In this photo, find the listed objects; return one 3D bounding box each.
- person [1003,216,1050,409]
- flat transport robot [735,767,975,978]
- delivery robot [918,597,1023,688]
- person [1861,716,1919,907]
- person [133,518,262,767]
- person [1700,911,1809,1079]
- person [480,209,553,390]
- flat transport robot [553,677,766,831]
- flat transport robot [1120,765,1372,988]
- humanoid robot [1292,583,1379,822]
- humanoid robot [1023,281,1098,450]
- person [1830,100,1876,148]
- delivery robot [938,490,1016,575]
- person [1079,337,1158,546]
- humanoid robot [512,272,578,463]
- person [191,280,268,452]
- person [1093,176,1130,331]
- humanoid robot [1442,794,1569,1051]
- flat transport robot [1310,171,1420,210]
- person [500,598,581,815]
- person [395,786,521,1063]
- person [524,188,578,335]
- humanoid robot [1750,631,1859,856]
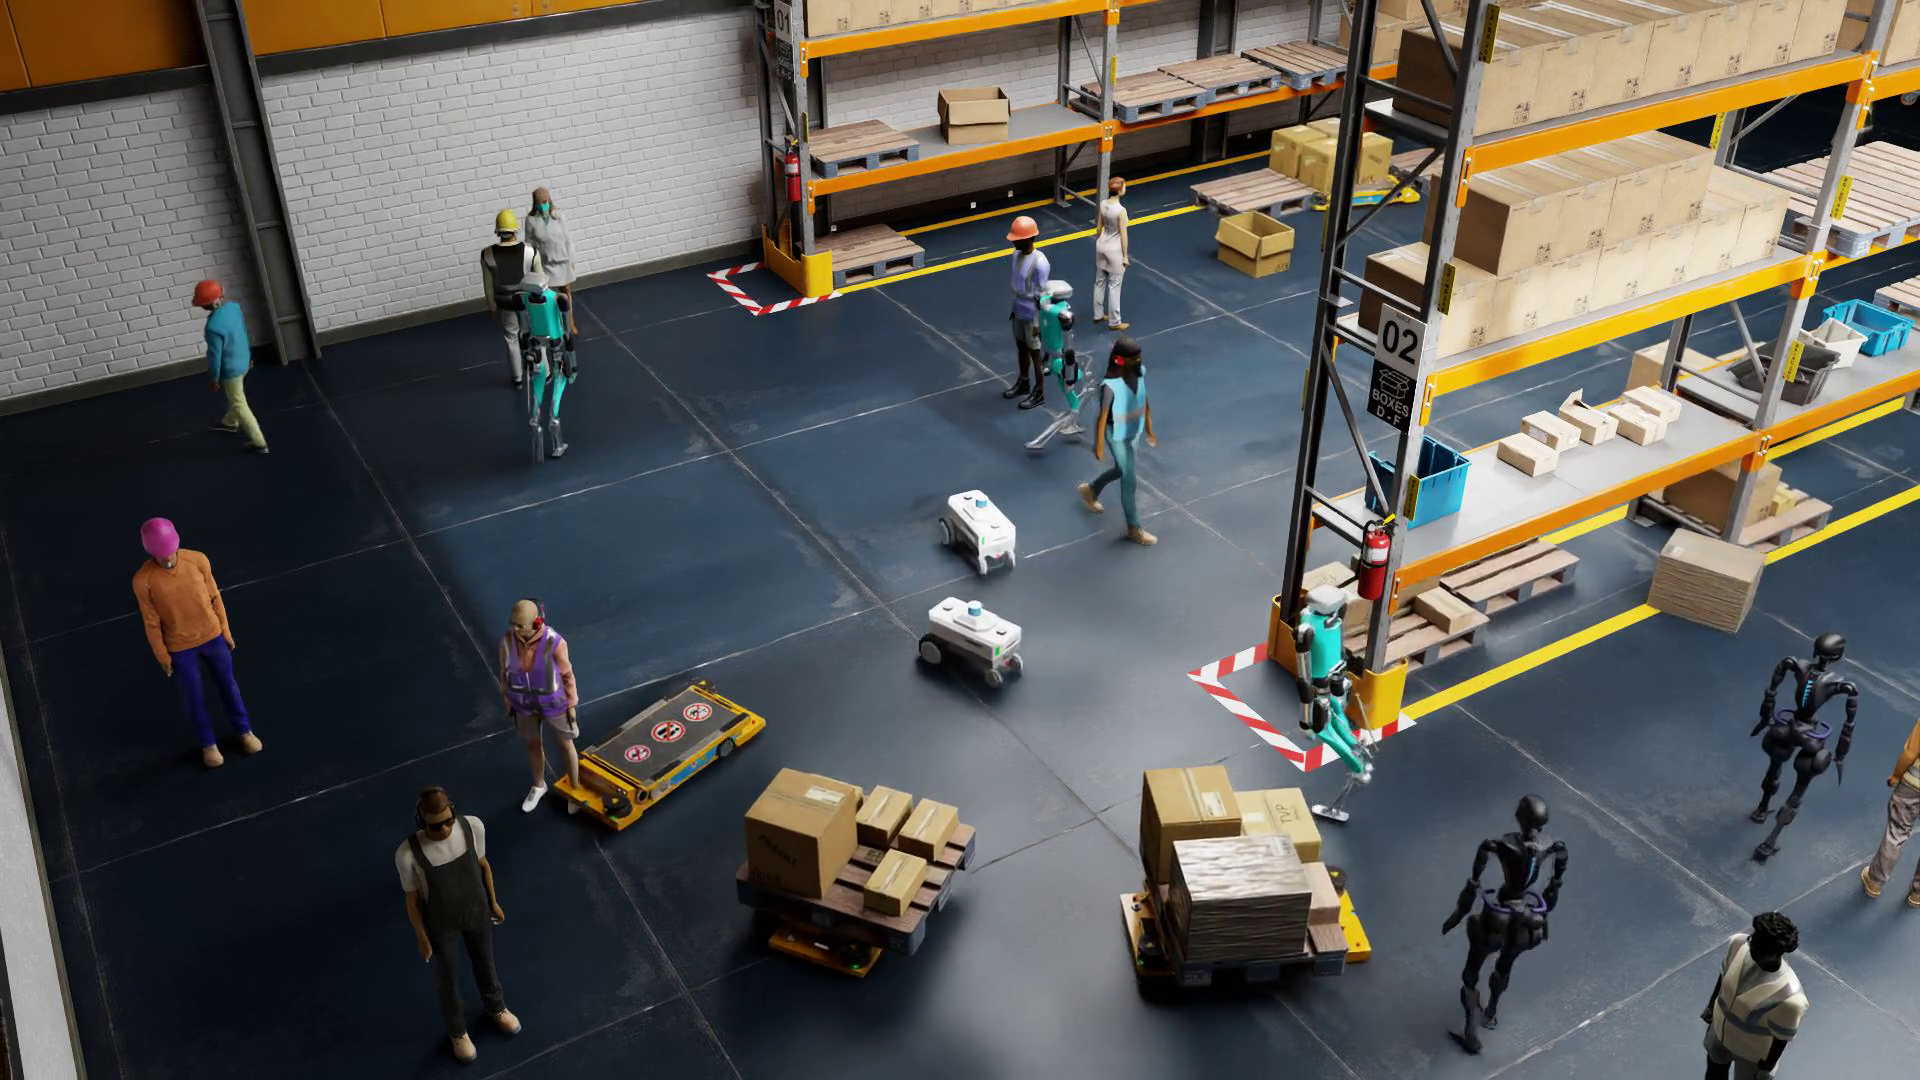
[{"bbox_3d":[0.629,-2.199,16.033,0.383,1.931,0.540,-17,36,-25],"label":"person"},{"bbox_3d":[-0.601,2.165,10.631,0.659,0.231,1.431,13,34,20],"label":"flat transport robot"},{"bbox_3d":[0.105,0.732,12.641,0.788,0.587,0.499,23,39,32],"label":"delivery robot"},{"bbox_3d":[6.006,1.505,10.262,0.484,1.776,0.313,13,35,20],"label":"person"},{"bbox_3d":[-5.261,0.684,11.395,0.517,1.973,0.400,-25,40,-34],"label":"person"},{"bbox_3d":[4.068,2.575,8.640,0.321,1.693,0.534,-9,33,-14],"label":"person"},{"bbox_3d":[-4.358,-2.364,16.383,0.594,1.831,0.403,-6,33,-10],"label":"person"},{"bbox_3d":[-2.101,1.480,11.724,0.659,0.231,1.431,22,38,31],"label":"flat transport robot"},{"bbox_3d":[1.760,2.364,10.314,1.431,0.231,0.659,-3,32,-5],"label":"flat transport robot"},{"bbox_3d":[2.512,1.161,10.871,0.768,1.787,0.530,24,39,33],"label":"humanoid robot"},{"bbox_3d":[1.010,-1.600,15.245,0.967,1.736,0.572,-17,36,-24],"label":"humanoid robot"},{"bbox_3d":[10.779,-4.744,20.173,0.562,1.837,0.390,-24,39,-33],"label":"person"},{"bbox_3d":[0.170,-0.105,14.000,0.499,0.614,0.812,-14,35,-21],"label":"delivery robot"},{"bbox_3d":[1.357,-0.891,14.039,0.873,1.836,0.512,26,40,35],"label":"person"},{"bbox_3d":[-3.786,-1.436,15.100,0.543,1.901,0.719,4,32,7],"label":"humanoid robot"},{"bbox_3d":[-6.838,-1.619,15.318,0.699,1.698,0.595,2,32,2],"label":"person"},{"bbox_3d":[1.612,-3.042,17.622,0.290,1.661,0.448,-22,38,-30],"label":"person"},{"bbox_3d":[3.062,2.151,9.344,0.601,1.639,0.444,4,32,6],"label":"humanoid robot"},{"bbox_3d":[5.057,-4.440,21.164,1.431,0.231,0.659,-8,33,-12],"label":"flat transport robot"},{"bbox_3d":[-2.759,1.097,10.992,0.487,1.692,0.345,3,32,5],"label":"person"},{"bbox_3d":[-2.791,2.102,9.248,0.505,1.846,0.346,-26,40,-35],"label":"person"},{"bbox_3d":[-4.265,-2.875,17.371,0.488,1.647,0.433,-11,34,-17],"label":"person"},{"bbox_3d":[5.424,1.282,10.728,0.600,1.642,0.615,-26,40,-35],"label":"humanoid robot"}]
